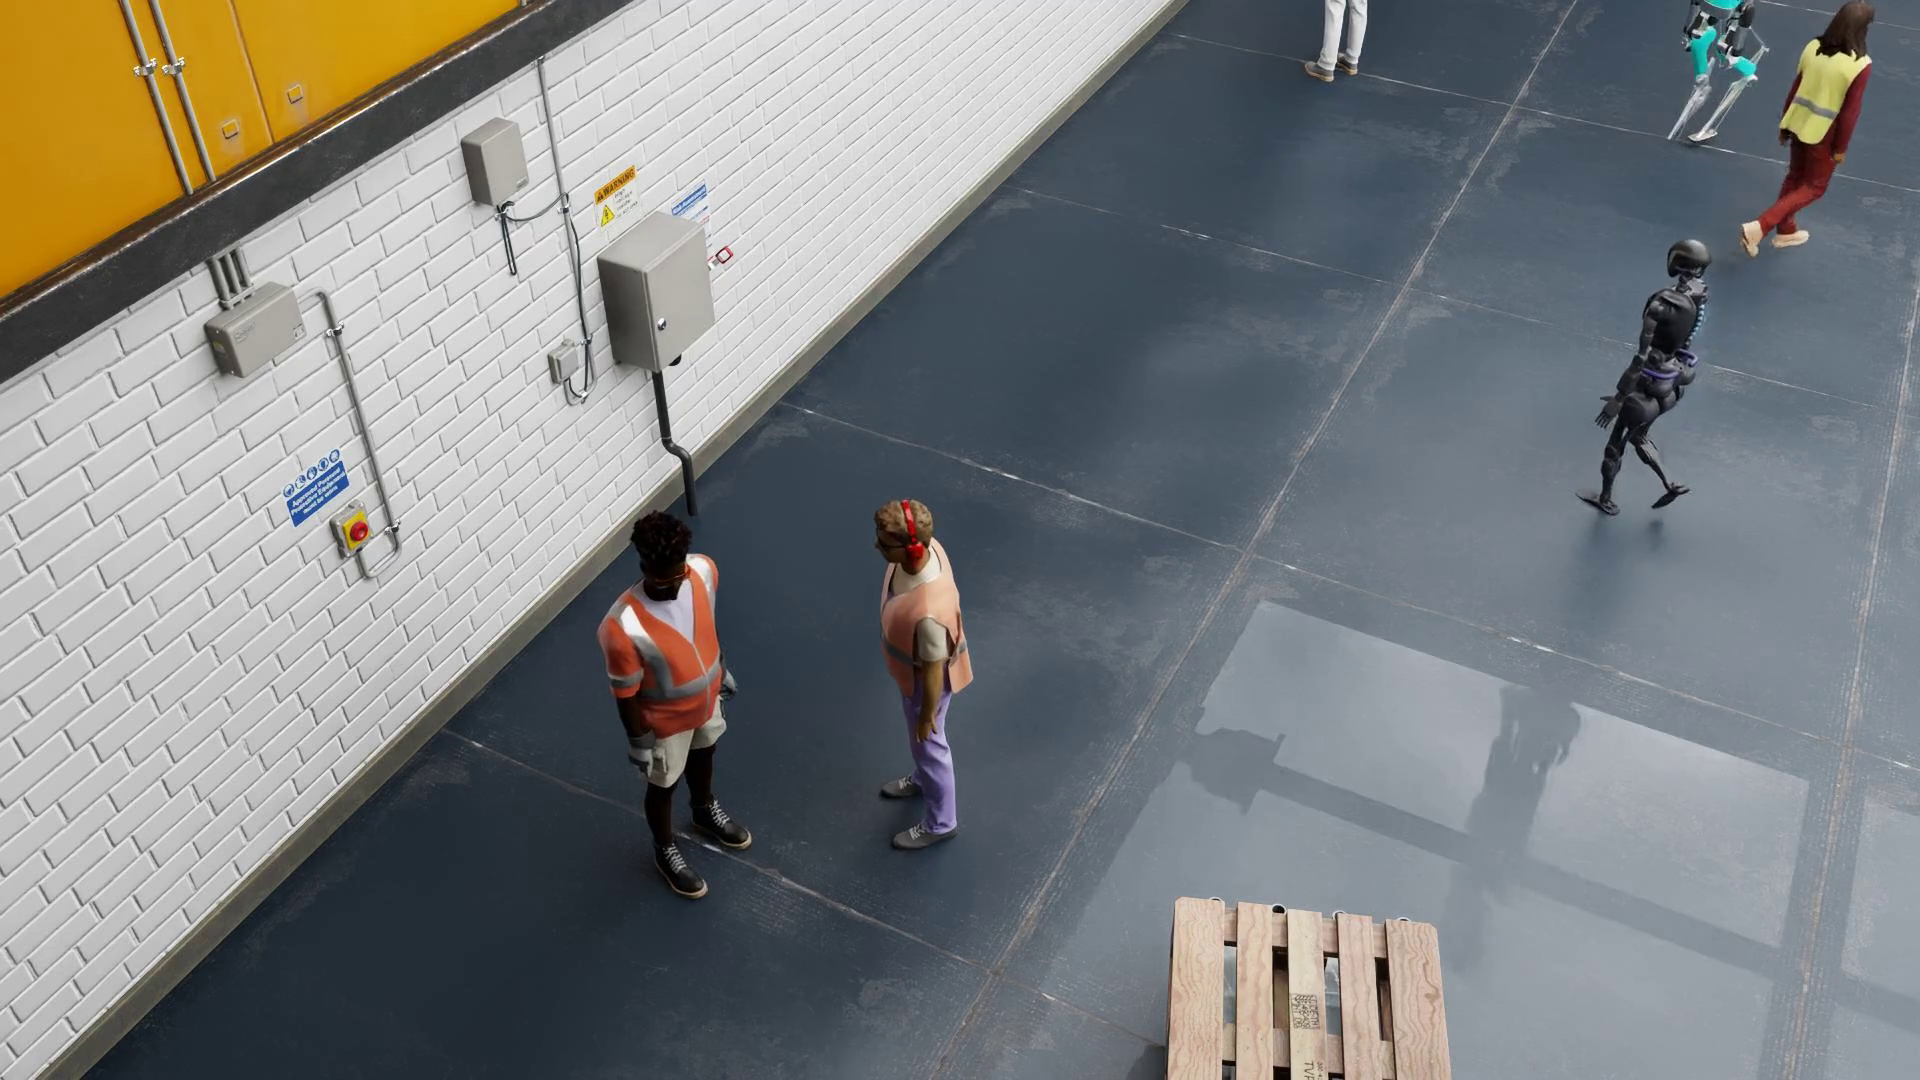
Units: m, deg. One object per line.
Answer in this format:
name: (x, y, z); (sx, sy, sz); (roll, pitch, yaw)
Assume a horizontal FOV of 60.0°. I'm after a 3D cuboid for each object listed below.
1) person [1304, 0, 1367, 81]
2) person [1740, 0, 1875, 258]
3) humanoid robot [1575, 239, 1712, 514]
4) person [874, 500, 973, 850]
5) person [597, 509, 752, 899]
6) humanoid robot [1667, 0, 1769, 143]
person: (2.983, -4.466, 12.781); (0.573, 1.882, 0.359); (-17, 44, -19)
person: (5.487, -2.619, 10.738); (0.661, 1.753, 0.478); (-15, 43, -16)
humanoid robot: (3.660, -0.782, 8.675); (0.608, 1.644, 0.503); (-28, 48, -29)
person: (-0.146, 0.557, 6.993); (0.379, 1.837, 0.562); (-7, 41, -8)
person: (-1.143, 0.656, 6.780); (0.366, 1.962, 0.608); (24, 46, 26)
humanoid robot: (5.538, -3.602, 11.949); (0.737, 1.868, 0.539); (-18, 44, -20)
